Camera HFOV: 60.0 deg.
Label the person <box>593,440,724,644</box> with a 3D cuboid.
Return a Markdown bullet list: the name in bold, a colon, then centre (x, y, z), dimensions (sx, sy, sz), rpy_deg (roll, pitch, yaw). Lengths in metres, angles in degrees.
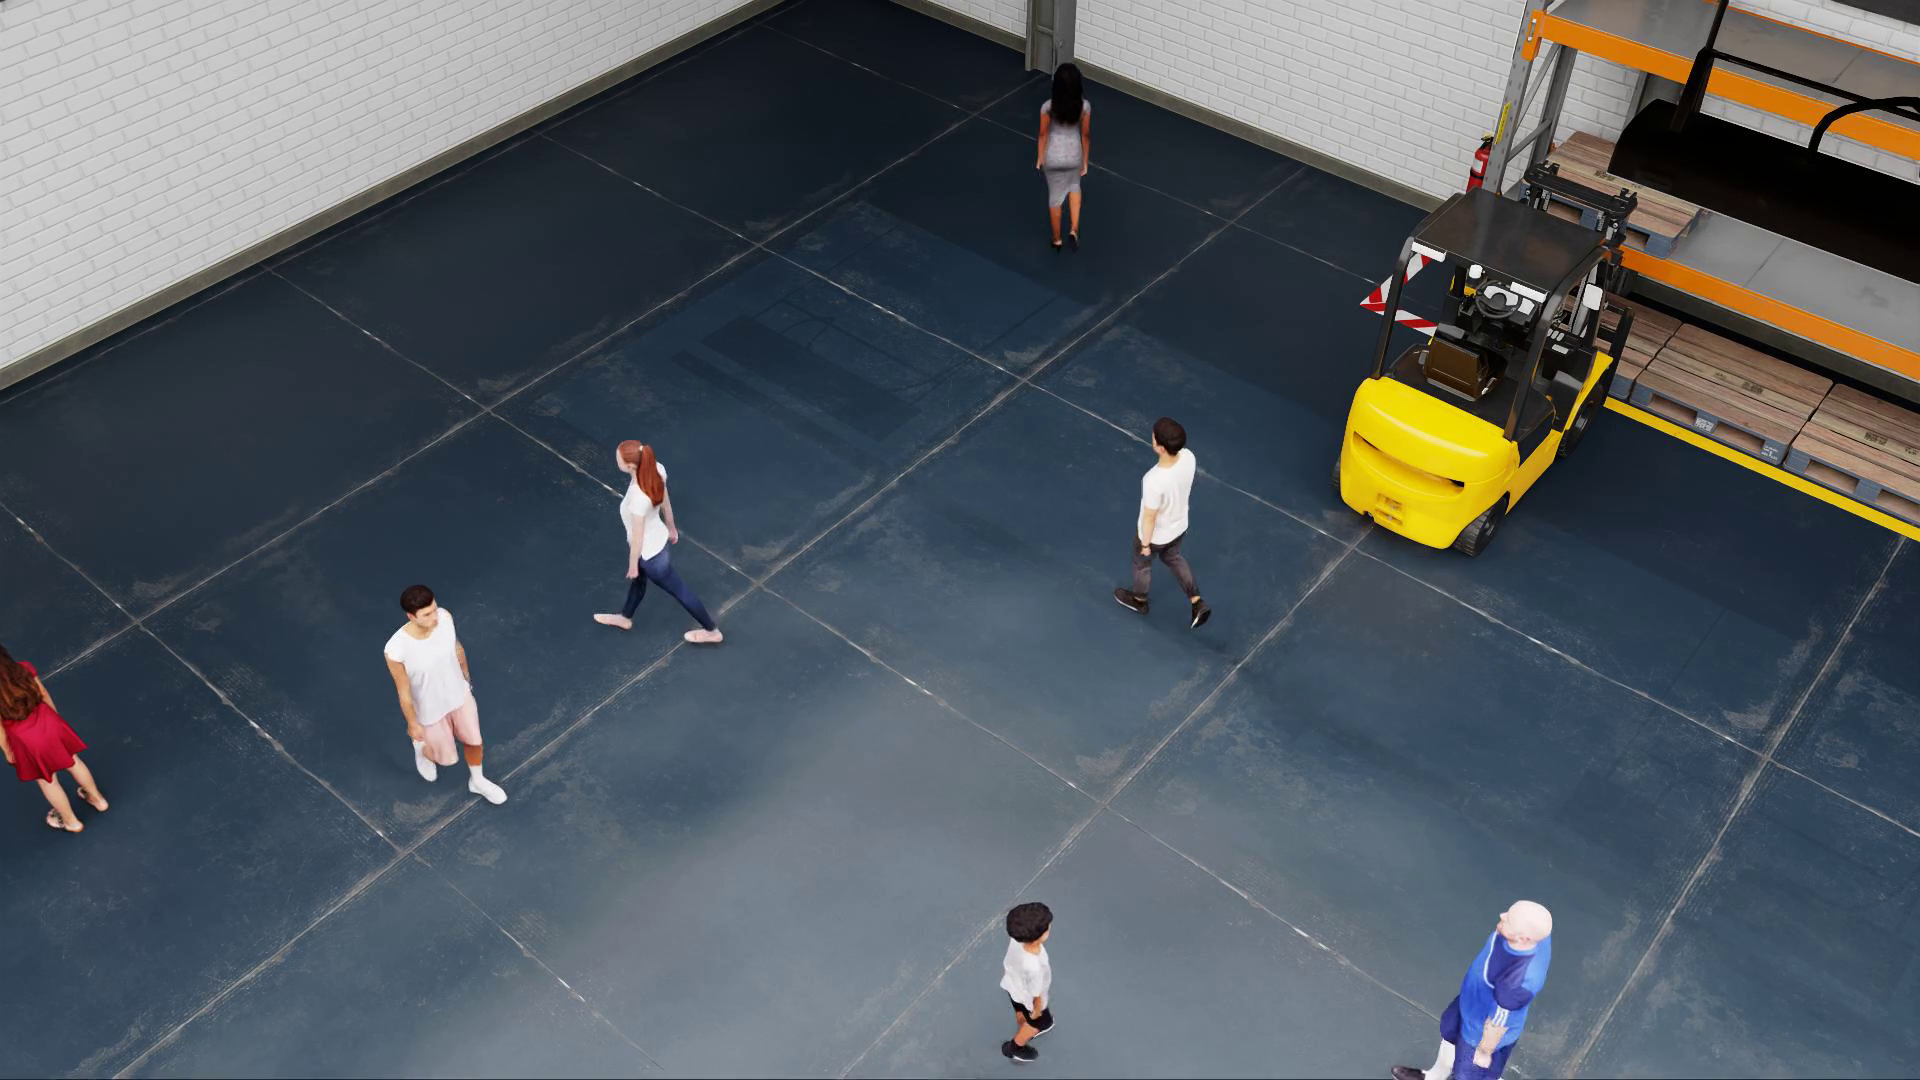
- **person**: centre (-1.877, 0.080, 10.671), dimensions (1.193, 1.688, 0.995), rpy_deg (5, 44, 5)

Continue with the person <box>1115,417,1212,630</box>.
- **person**: centre (1.379, -0.077, 10.823), dimensions (0.704, 1.705, 0.981), rpy_deg (-34, 53, -30)

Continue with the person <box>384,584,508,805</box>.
- **person**: centre (-3.104, 0.897, 9.755), dimensions (0.862, 1.769, 0.654), rpy_deg (28, 50, 26)

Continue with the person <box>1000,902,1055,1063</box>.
- **person**: centre (0.308, 2.306, 8.650), dimensions (0.667, 1.252, 0.612), rpy_deg (-17, 46, -17)

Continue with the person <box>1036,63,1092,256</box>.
- **person**: centre (0.880, -3.135, 13.985), dimensions (0.769, 1.771, 0.830), rpy_deg (-5, 44, -5)

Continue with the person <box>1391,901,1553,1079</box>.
- **person**: centre (2.679, 2.369, 8.172), dimensions (1.158, 1.820, 0.883), rpy_deg (16, 46, 17)

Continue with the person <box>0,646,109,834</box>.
- **person**: centre (-5.391, 1.124, 9.674), dimensions (0.655, 1.551, 0.593), rpy_deg (19, 47, 19)
